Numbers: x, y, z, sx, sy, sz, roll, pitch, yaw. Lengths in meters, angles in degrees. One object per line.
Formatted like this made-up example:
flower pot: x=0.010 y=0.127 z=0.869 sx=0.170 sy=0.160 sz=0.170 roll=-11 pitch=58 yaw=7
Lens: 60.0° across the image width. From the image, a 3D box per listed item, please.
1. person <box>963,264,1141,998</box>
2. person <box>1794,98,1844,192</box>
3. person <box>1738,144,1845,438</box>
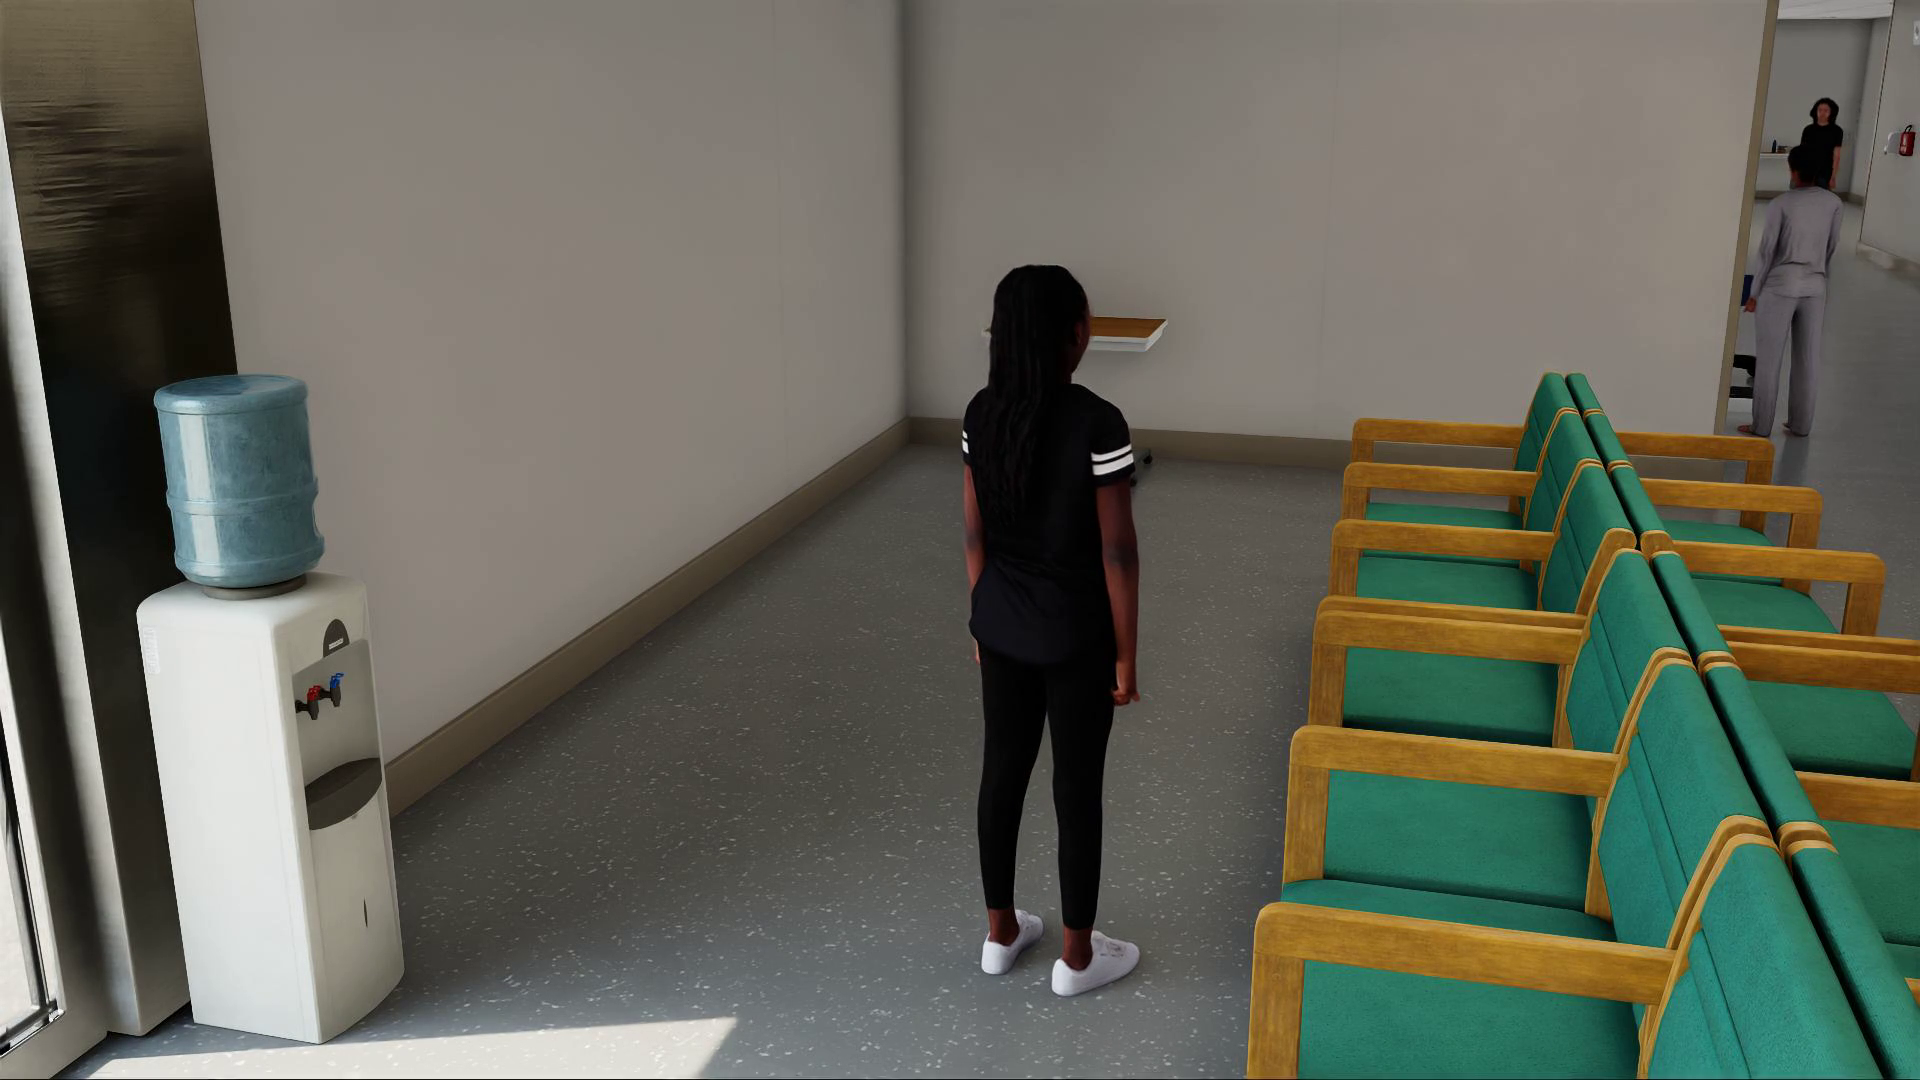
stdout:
person: x=0.205 y=0.219 z=3.903 sx=0.625 sy=1.741 sz=0.745 roll=11 pitch=19 yaw=33
person: x=10.690 y=-4.552 z=20.702 sx=1.206 sy=1.796 sz=0.972 roll=10 pitch=19 yaw=32
person: x=5.006 y=-1.495 z=9.985 sx=0.587 sy=1.740 sz=0.756 roll=-1 pitch=16 yaw=-2
